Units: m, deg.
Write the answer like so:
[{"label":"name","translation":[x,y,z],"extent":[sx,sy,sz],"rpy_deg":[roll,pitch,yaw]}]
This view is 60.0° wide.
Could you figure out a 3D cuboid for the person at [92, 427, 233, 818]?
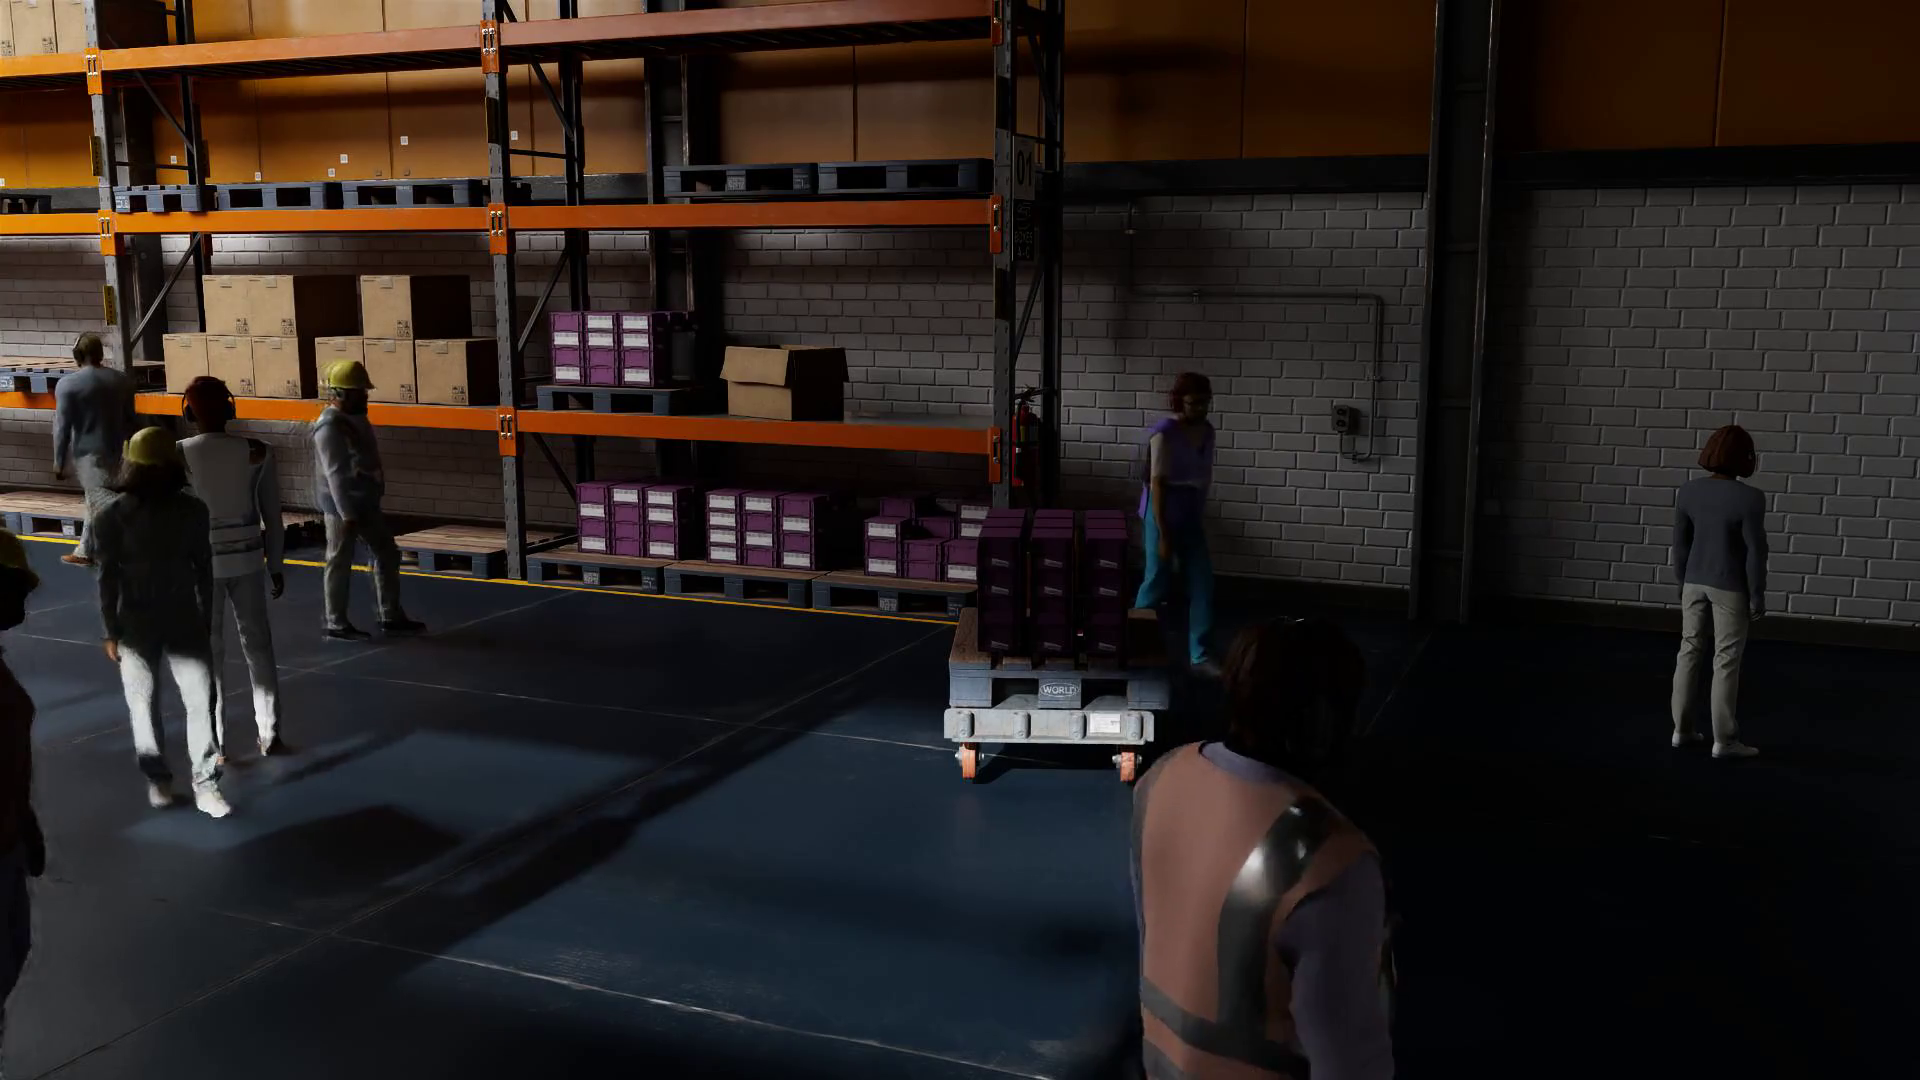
[{"label":"person","translation":[-3.458,0.372,7.218],"extent":[0.490,1.712,0.747],"rpy_deg":[-7,12,-36]}]

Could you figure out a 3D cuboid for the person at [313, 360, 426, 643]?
[{"label":"person","translation":[-3.742,-0.228,10.524],"extent":[0.721,1.806,0.631],"rpy_deg":[1,10,4]}]

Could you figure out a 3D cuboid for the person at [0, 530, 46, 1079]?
[{"label":"person","translation":[-2.598,0.836,4.433],"extent":[0.333,1.724,0.640],"rpy_deg":[-3,10,-20]}]

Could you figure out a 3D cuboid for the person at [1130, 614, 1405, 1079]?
[{"label":"person","translation":[0.513,1.030,2.935],"extent":[0.496,1.833,0.625],"rpy_deg":[-4,10,-21]}]

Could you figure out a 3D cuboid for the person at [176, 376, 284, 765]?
[{"label":"person","translation":[-3.578,0.146,8.072],"extent":[0.578,1.881,0.346],"rpy_deg":[-6,11,-34]}]

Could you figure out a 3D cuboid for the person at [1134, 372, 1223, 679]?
[{"label":"person","translation":[1.269,-0.070,9.607],"extent":[0.584,1.798,0.814],"rpy_deg":[-9,13,-43]}]

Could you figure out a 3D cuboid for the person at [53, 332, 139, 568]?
[{"label":"person","translation":[-6.725,-0.669,12.957],"extent":[1.005,1.891,0.644],"rpy_deg":[4,10,23]}]

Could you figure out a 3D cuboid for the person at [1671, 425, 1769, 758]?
[{"label":"person","translation":[3.736,0.251,8.185],"extent":[0.278,1.634,0.498],"rpy_deg":[-5,11,-28]}]
